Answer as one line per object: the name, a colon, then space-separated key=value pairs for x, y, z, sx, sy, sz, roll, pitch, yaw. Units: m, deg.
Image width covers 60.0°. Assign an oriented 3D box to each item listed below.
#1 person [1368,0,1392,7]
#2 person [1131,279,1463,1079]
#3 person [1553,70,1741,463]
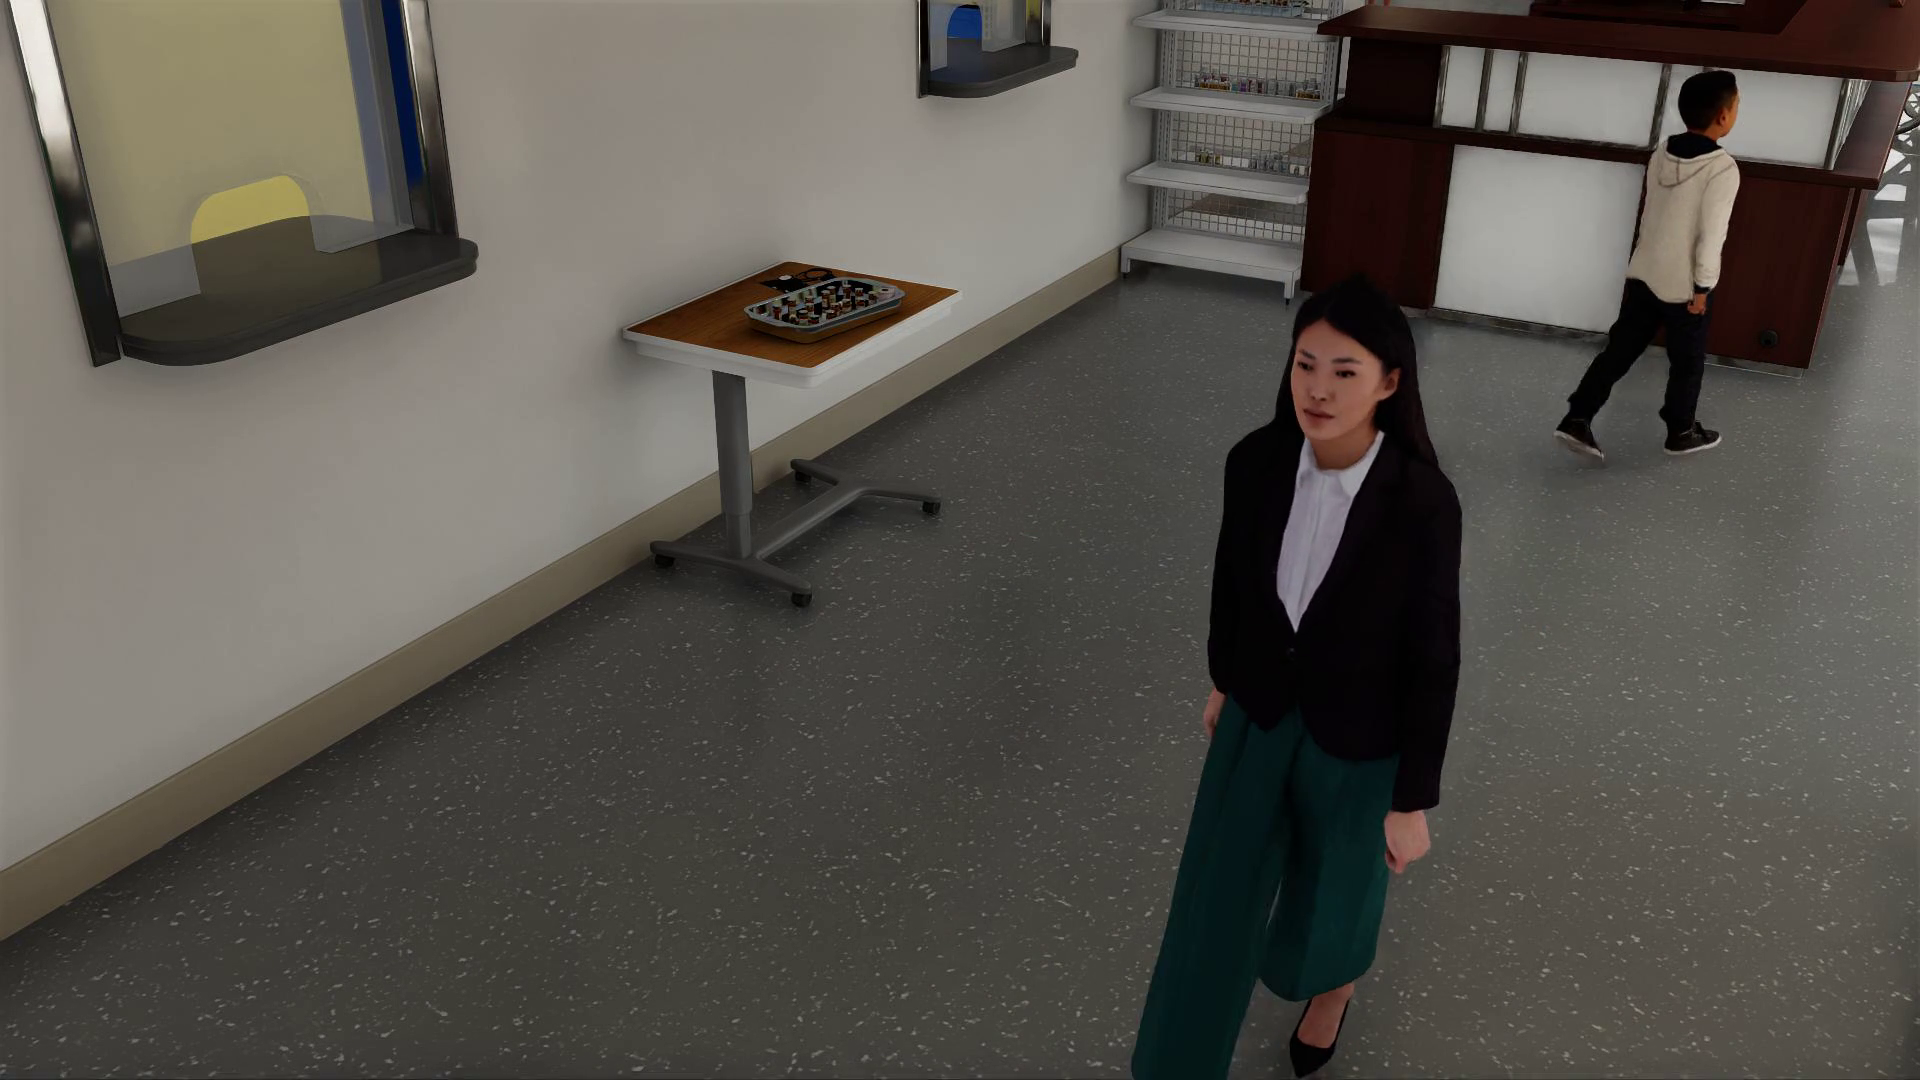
person: x=4.114 y=-5.867 z=16.096 sx=0.706 sy=1.553 sz=0.644 roll=-18 pitch=31 yaw=-32
person: x=0.669 y=0.364 z=3.012 sx=0.989 sy=1.694 sz=0.673 roll=14 pitch=29 yaw=27
person: x=2.513 y=-0.950 z=6.028 sx=0.991 sy=1.441 sz=0.982 roll=-11 pitch=28 yaw=-21
